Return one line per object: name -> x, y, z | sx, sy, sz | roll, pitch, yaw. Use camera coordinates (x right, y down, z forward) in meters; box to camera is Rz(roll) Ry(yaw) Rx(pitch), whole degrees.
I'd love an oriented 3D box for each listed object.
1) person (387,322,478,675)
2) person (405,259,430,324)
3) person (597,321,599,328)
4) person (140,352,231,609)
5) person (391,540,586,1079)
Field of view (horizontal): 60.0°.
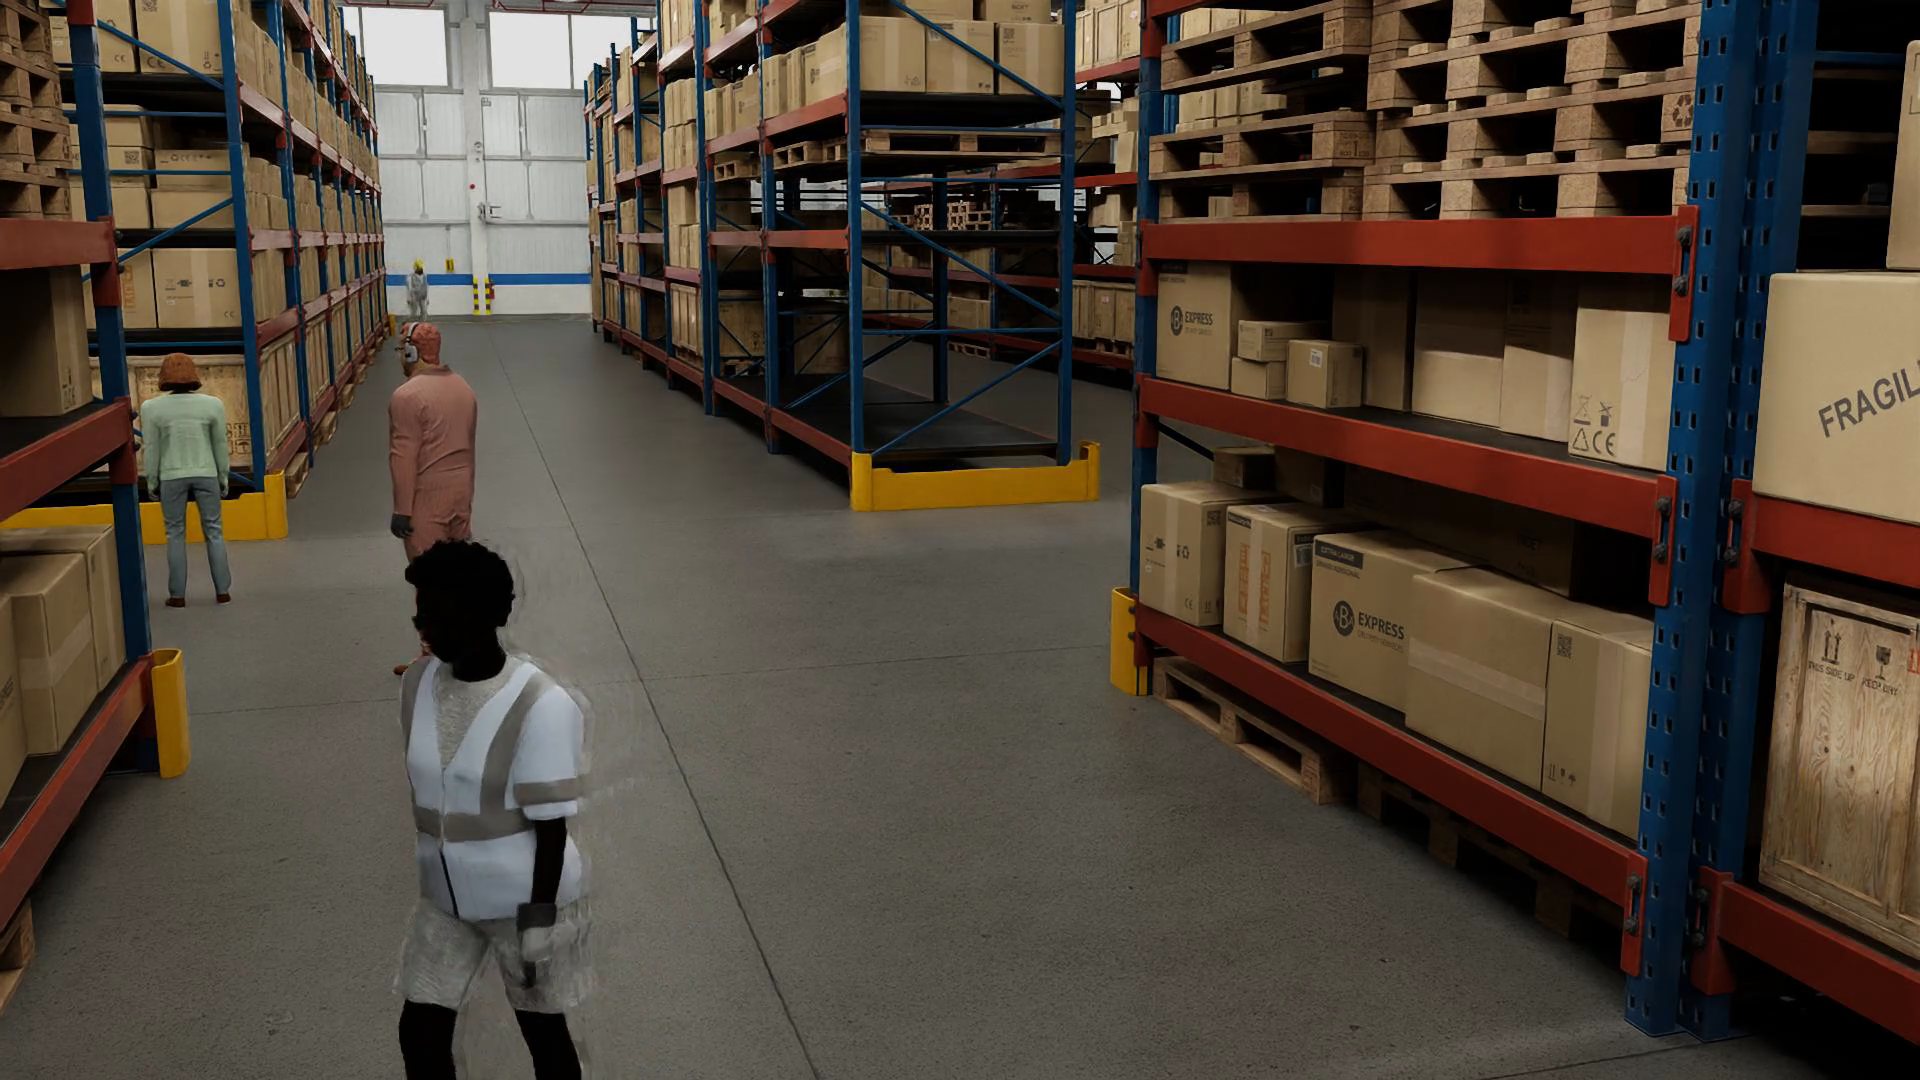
person -> -2.862, -0.221, 8.983 | 0.399, 1.900, 0.643 | 3, 11, 15
person -> -13.173, -5.889, 40.300 | 0.624, 1.815, 0.608 | 7, 13, 35
person -> -8.978, -6.128, 42.108 | 0.532, 1.627, 0.522 | 0, 10, 0
person -> -4.908, -0.375, 10.578 | 0.497, 1.626, 0.287 | -6, 12, -31
person -> -1.133, 0.843, 3.755 | 0.554, 1.672, 0.701 | 5, 11, 25
